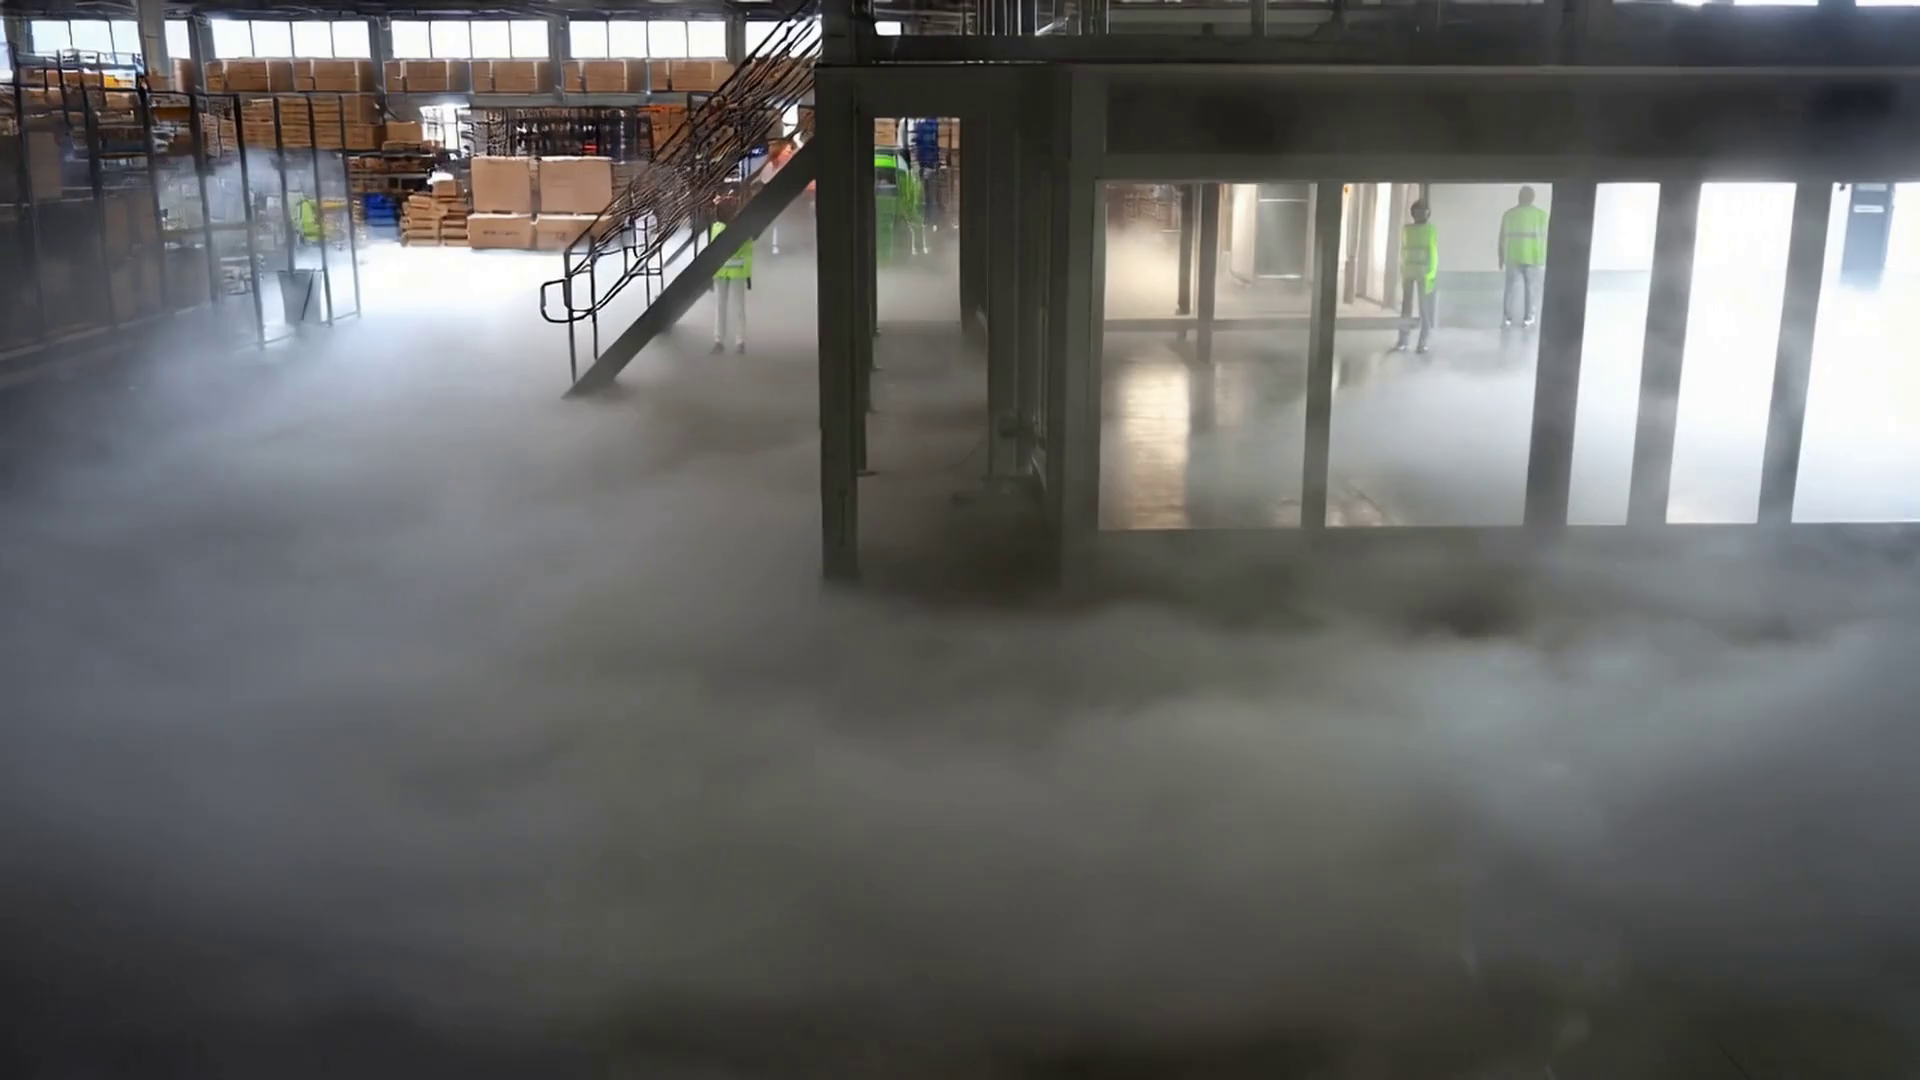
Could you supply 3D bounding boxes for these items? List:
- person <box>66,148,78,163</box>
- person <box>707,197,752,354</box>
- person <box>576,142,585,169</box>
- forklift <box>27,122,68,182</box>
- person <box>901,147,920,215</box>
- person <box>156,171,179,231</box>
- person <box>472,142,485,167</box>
[{"bbox_3d":[-40.088,-16.852,75.119,0.539,1.684,0.419,-1,14,-5],"label":"person"},{"bbox_3d":[-2.799,-3.198,20.138,0.573,1.883,0.355,2,14,7],"label":"person"},{"bbox_3d":[-19.137,-19.157,84.021,0.404,1.833,0.600,-11,18,-38],"label":"person"},{"bbox_3d":[-35.376,-14.773,64.377,1.129,2.768,1.873,-1,14,-2],"label":"forklift"},{"bbox_3d":[-1.494,-10.909,50.635,0.607,2.044,0.375,7,16,25],"label":"person"},{"bbox_3d":[-14.738,-5.952,31.128,0.988,1.900,0.553,-5,15,-20],"label":"person"},{"bbox_3d":[-23.312,-18.363,80.720,0.640,1.892,0.994,2,14,9],"label":"person"}]
